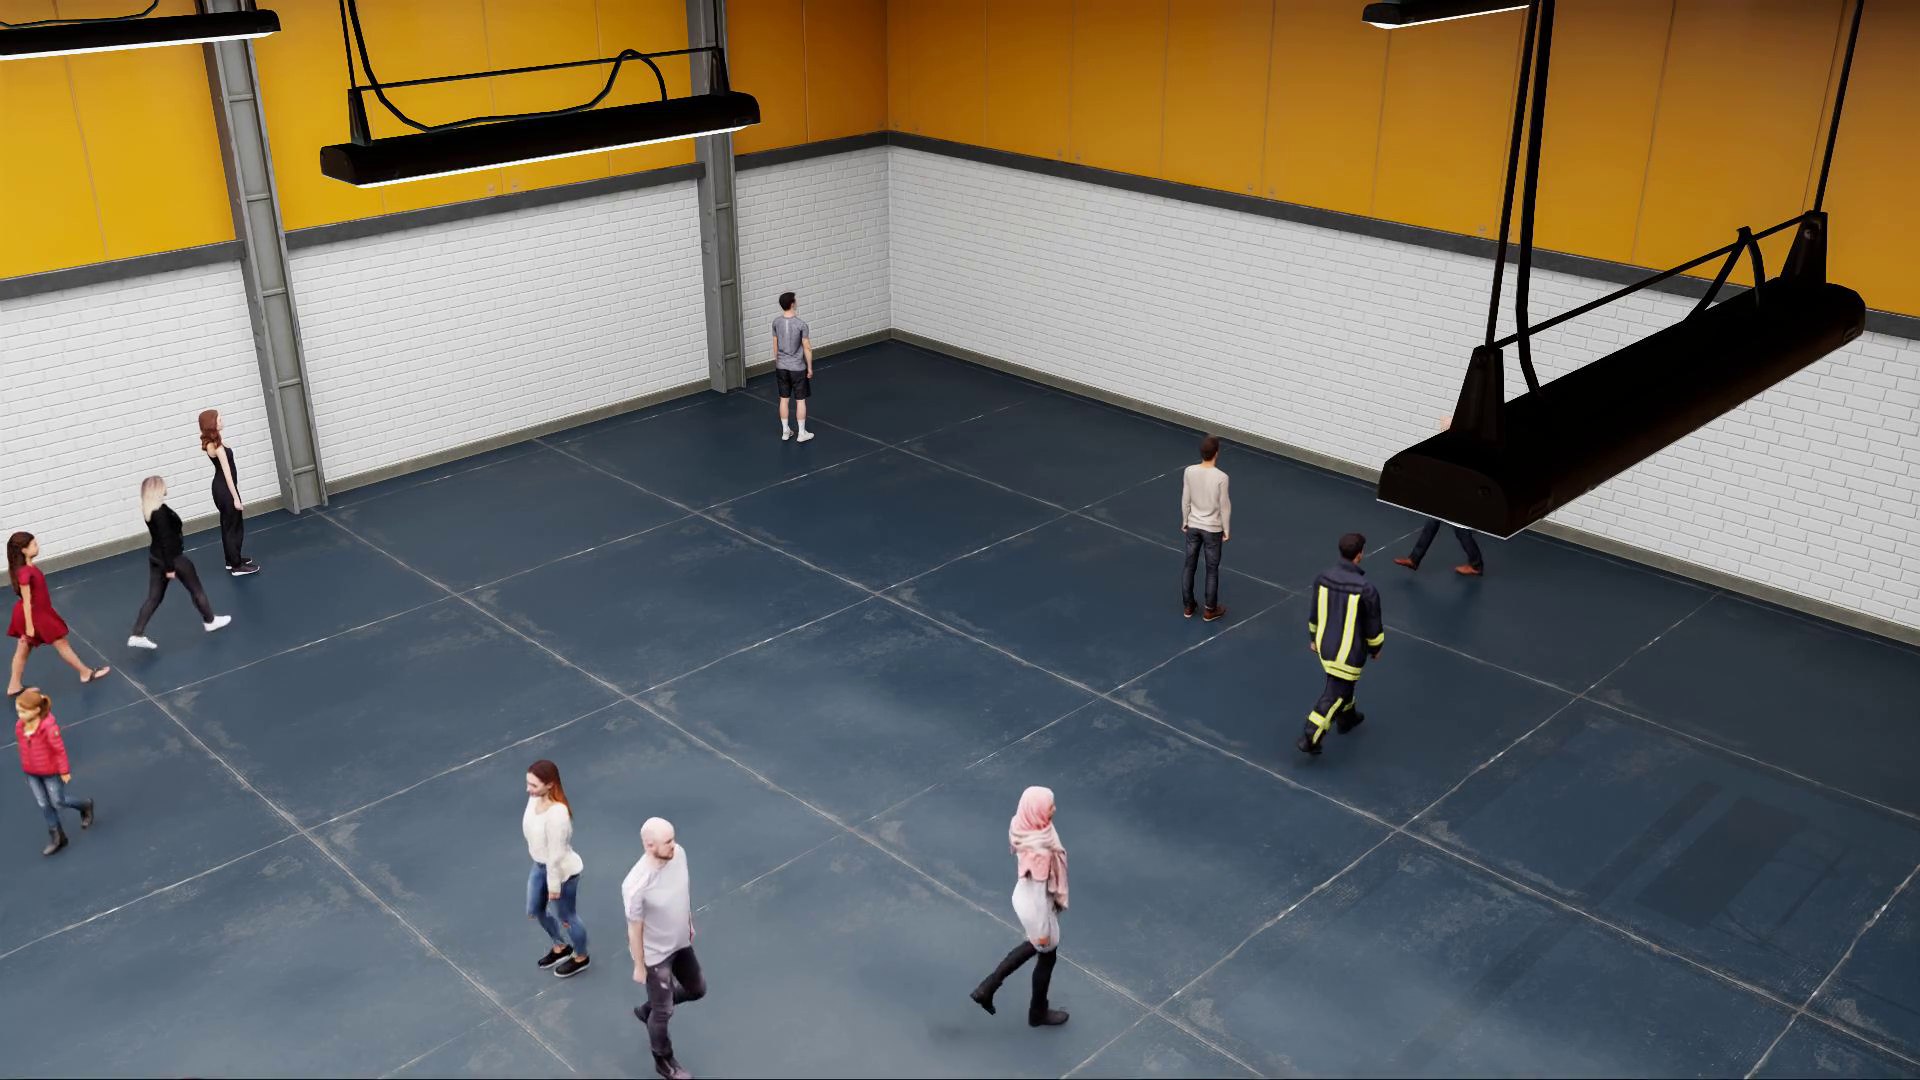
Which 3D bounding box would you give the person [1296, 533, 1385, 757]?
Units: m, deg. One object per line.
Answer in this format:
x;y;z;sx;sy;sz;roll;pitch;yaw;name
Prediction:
3.081;0.885;13.560;1.224;1.891;0.836;-18;29;-35;person

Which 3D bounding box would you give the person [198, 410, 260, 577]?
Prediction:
-7.475;-0.495;16.897;0.574;1.748;0.608;-16;28;-32;person

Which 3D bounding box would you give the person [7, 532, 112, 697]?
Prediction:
-8.149;0.686;14.496;1.104;1.507;0.710;-14;27;-29;person

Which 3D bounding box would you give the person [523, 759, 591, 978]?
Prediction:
-2.579;2.146;10.943;0.662;1.677;0.681;-14;27;-29;person

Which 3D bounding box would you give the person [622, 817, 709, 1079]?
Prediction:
-1.865;2.440;10.095;0.842;1.819;0.823;14;27;29;person

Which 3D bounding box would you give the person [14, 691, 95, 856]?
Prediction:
-6.795;1.698;12.431;0.710;1.306;0.810;5;24;11;person

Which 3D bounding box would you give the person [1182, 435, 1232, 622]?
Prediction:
2.337;-0.120;15.884;0.699;1.871;0.648;14;27;29;person

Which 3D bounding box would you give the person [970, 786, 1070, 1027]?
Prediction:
0.383;2.325;10.393;0.998;1.791;0.872;-6;24;-14;person

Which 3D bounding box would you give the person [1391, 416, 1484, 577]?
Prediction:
5.034;-0.413;16.725;1.215;1.735;1.237;7;24;15;person

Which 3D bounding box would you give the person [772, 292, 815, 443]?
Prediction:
-2.083;-2.140;20.504;0.725;1.873;0.684;9;25;20;person

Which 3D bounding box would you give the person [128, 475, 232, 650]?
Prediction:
-7.397;0.250;15.322;0.651;1.644;1.192;20;30;38;person
